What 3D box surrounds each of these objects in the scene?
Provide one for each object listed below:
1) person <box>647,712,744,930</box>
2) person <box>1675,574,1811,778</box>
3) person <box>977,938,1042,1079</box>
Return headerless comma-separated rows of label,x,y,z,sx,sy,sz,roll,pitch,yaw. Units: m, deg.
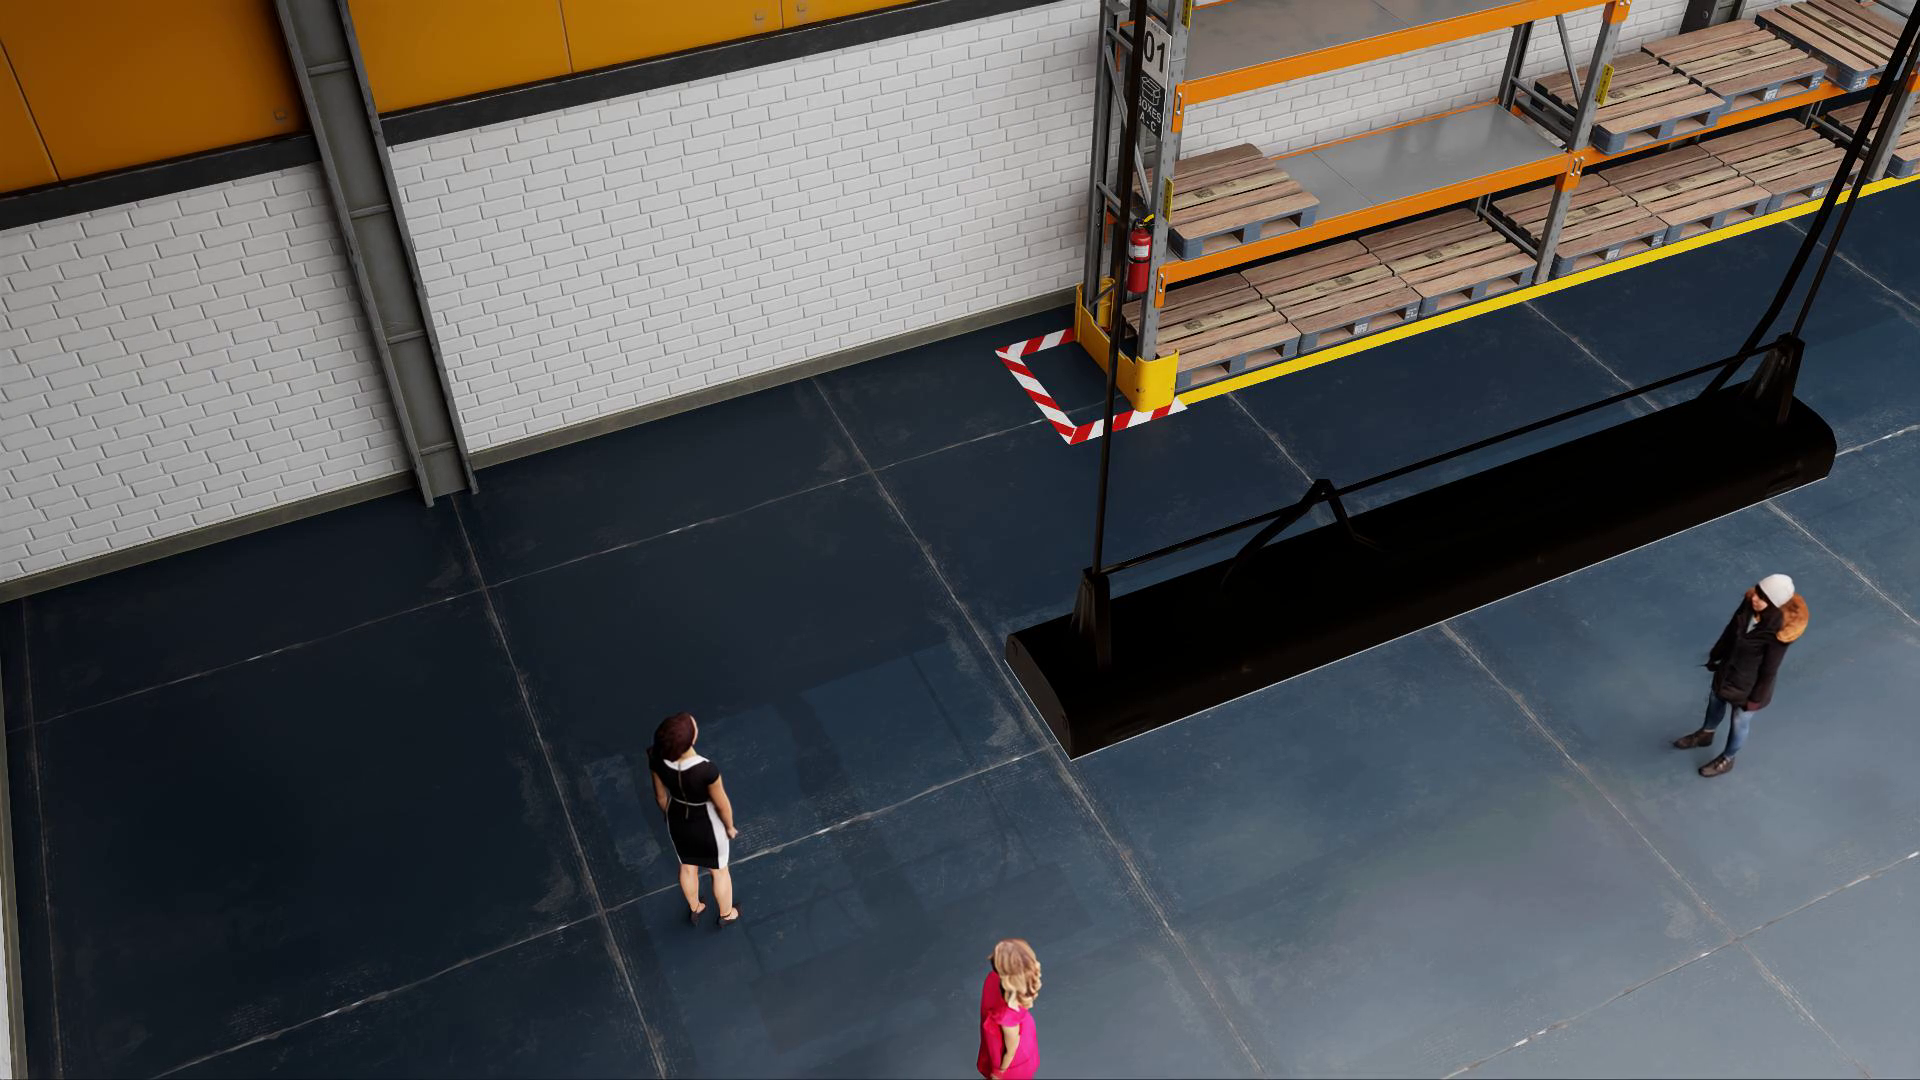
person,-1.464,1.593,9.266,0.622,1.796,0.700,11,45,11
person,4.826,0.821,10.199,0.639,1.627,0.663,-10,44,-10
person,0.261,2.514,8.349,0.688,1.729,0.659,4,44,5
